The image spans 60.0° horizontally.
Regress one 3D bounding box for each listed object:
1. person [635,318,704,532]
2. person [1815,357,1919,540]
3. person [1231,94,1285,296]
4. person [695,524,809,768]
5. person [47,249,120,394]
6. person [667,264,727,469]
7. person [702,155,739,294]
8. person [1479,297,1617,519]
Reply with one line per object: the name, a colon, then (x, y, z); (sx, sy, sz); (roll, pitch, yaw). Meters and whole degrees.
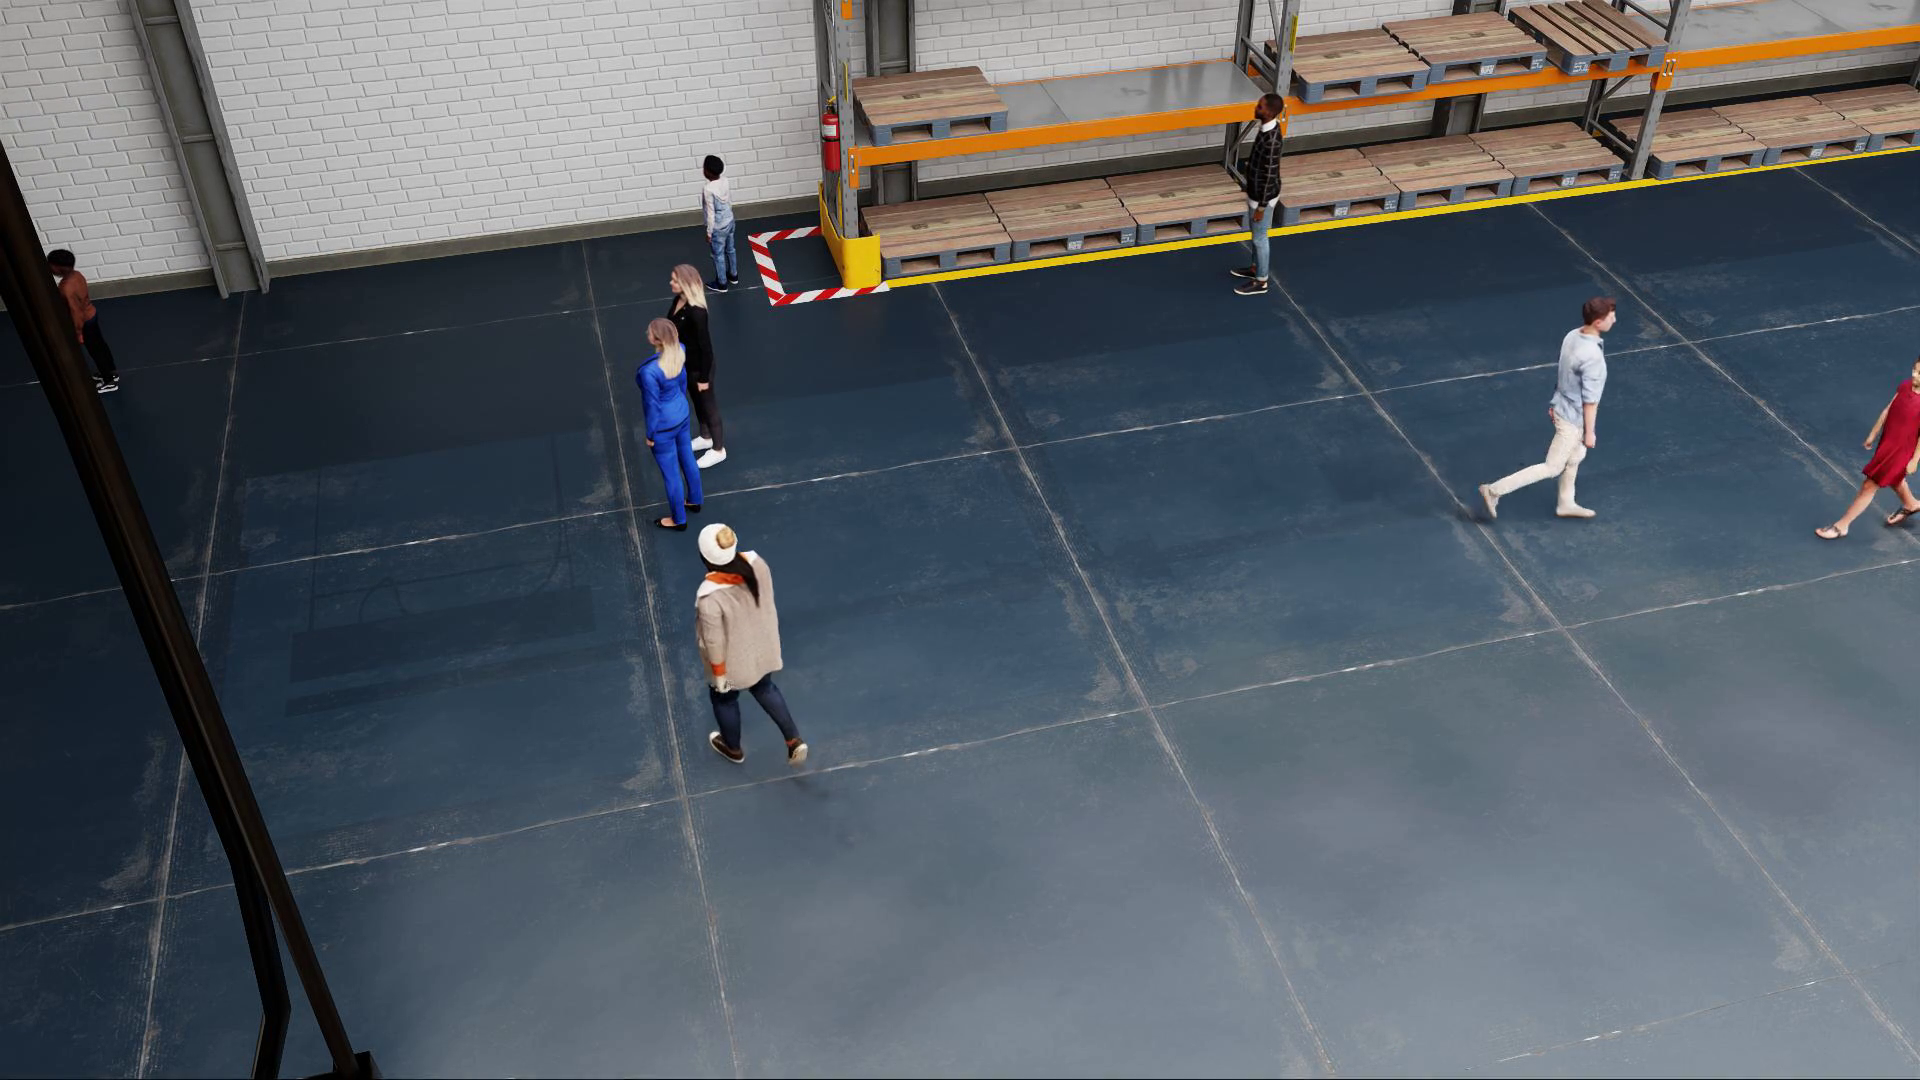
person: (-2.050, -0.831, 11.791); (0.745, 1.700, 0.707); (16, 41, 19)
person: (6.677, -0.664, 11.724); (1.068, 1.523, 0.583); (-6, 39, -8)
person: (2.637, -3.004, 14.416); (0.699, 1.820, 0.737); (4, 39, 5)
person: (-1.241, 0.662, 9.787); (1.028, 1.869, 1.034); (30, 47, 32)
person: (-7.013, -1.768, 13.321); (0.482, 1.256, 0.529); (-7, 39, -9)
person: (-1.954, -1.308, 12.401); (0.600, 1.685, 0.651); (-18, 42, -21)
person: (-2.119, -2.789, 14.596); (0.630, 1.260, 0.566); (22, 43, 25)
person: (4.221, -0.878, 11.752); (1.217, 1.823, 0.931); (4, 39, 5)
